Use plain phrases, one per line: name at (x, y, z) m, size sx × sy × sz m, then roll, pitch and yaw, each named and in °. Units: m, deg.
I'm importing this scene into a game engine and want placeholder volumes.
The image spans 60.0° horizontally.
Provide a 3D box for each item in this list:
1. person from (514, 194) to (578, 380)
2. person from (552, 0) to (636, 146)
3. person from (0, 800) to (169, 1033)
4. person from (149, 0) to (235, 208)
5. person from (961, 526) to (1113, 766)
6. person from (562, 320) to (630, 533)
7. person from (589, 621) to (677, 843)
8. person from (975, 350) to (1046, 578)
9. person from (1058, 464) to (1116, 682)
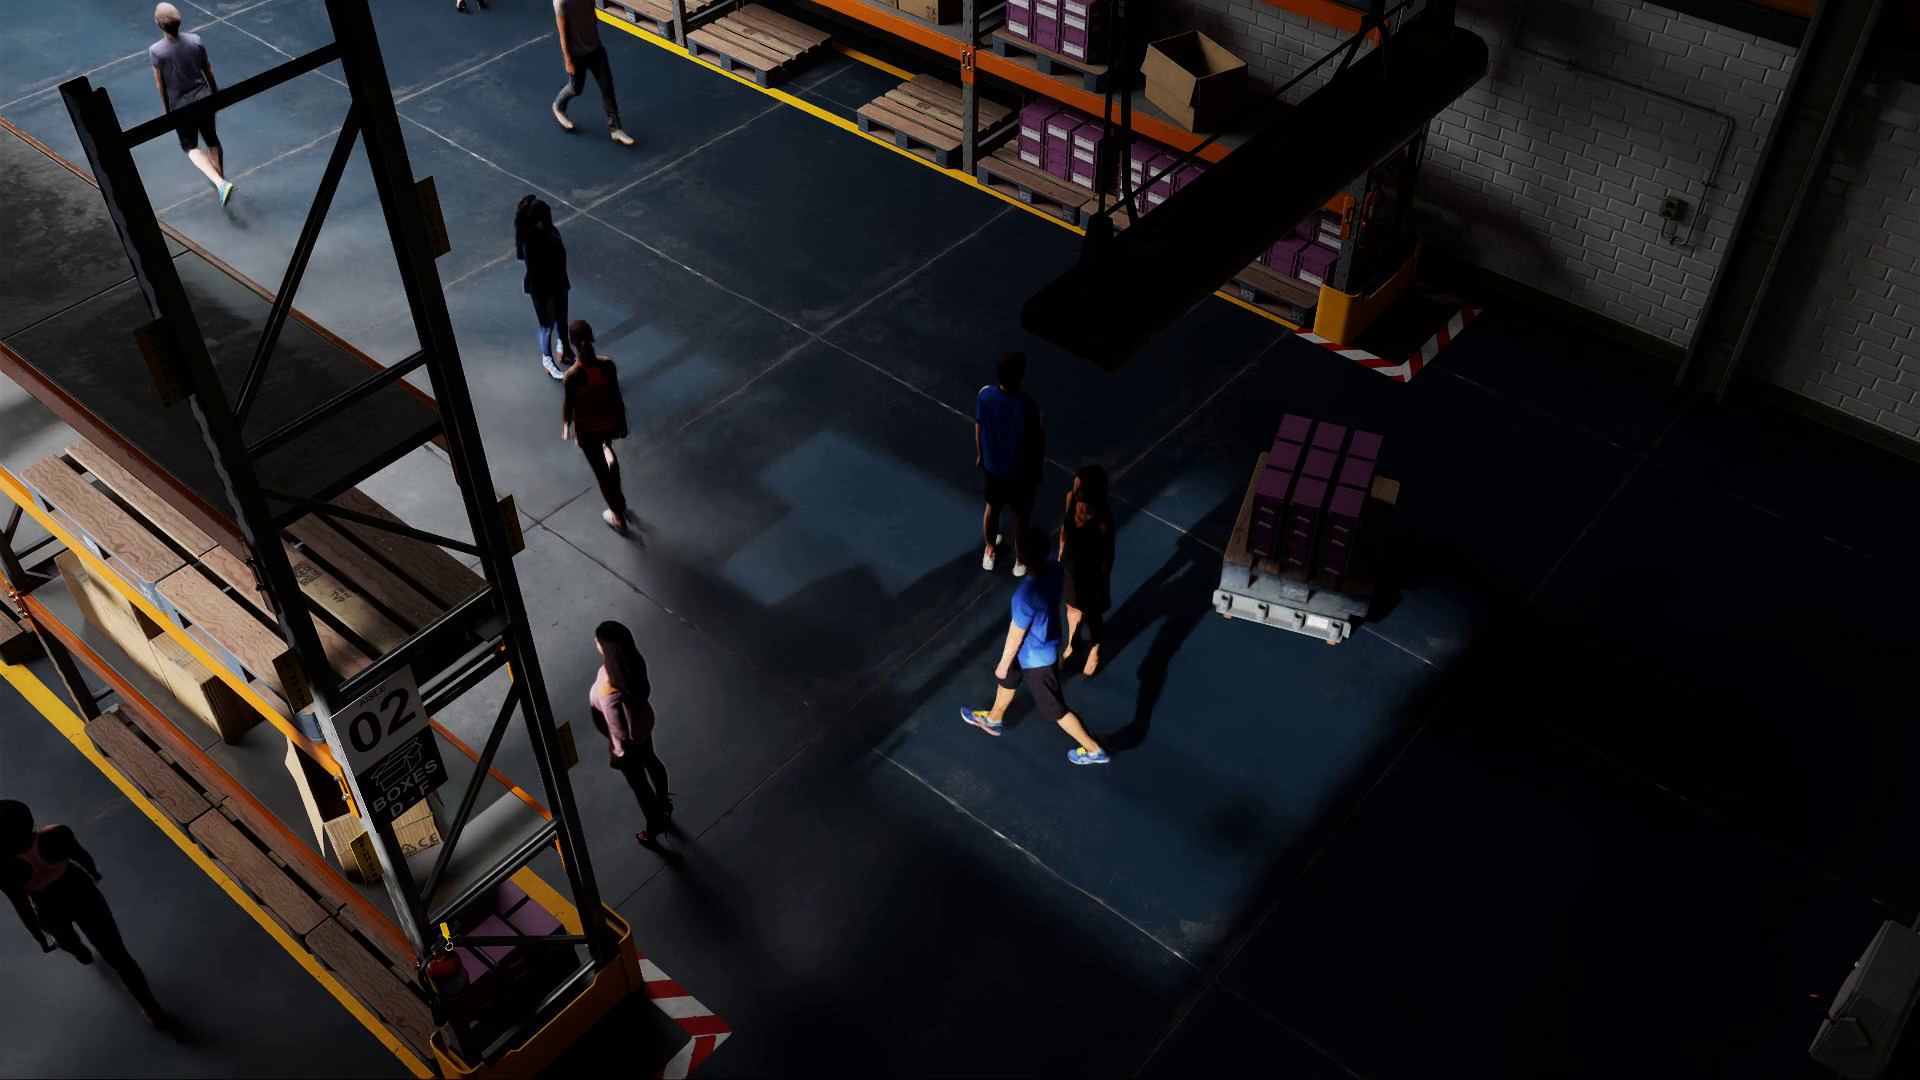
person at (-3.261, -2.005, 13.164) m, size 0.634 × 1.619 × 0.662 m, roll 18°, pitch 46°, yaw 18°
person at (-3.649, -4.665, 15.781) m, size 1.211 × 1.861 × 0.739 m, roll 27°, pitch 50°, yaw 25°
person at (-4.693, 2.025, 8.869) m, size 1.226 × 1.708 × 0.656 m, roll 34°, pitch 53°, yaw 30°
person at (-6.873, -3.881, 14.952) m, size 0.994 × 1.869 × 0.690 m, roll 34°, pitch 53°, yaw 30°
person at (0.562, 0.729, 10.155) m, size 1.348 × 1.812 × 0.914 m, roll 14°, pitch 45°, yaw 14°
person at (-2.518, -0.752, 11.766) m, size 0.619 × 1.734 × 0.686 m, roll -34°, pitch 53°, yaw -30°
person at (-1.911, 1.134, 9.730) m, size 0.687 × 1.811 × 0.702 m, roll 9°, pitch 44°, yaw 9°
person at (0.332, -0.526, 11.433) m, size 0.625 × 1.865 × 0.771 m, roll 16°, pitch 46°, yaw 16°
person at (0.805, 0.223, 10.669) m, size 0.672 × 1.834 × 0.509 m, roll -31°, pitch 52°, yaw -29°
